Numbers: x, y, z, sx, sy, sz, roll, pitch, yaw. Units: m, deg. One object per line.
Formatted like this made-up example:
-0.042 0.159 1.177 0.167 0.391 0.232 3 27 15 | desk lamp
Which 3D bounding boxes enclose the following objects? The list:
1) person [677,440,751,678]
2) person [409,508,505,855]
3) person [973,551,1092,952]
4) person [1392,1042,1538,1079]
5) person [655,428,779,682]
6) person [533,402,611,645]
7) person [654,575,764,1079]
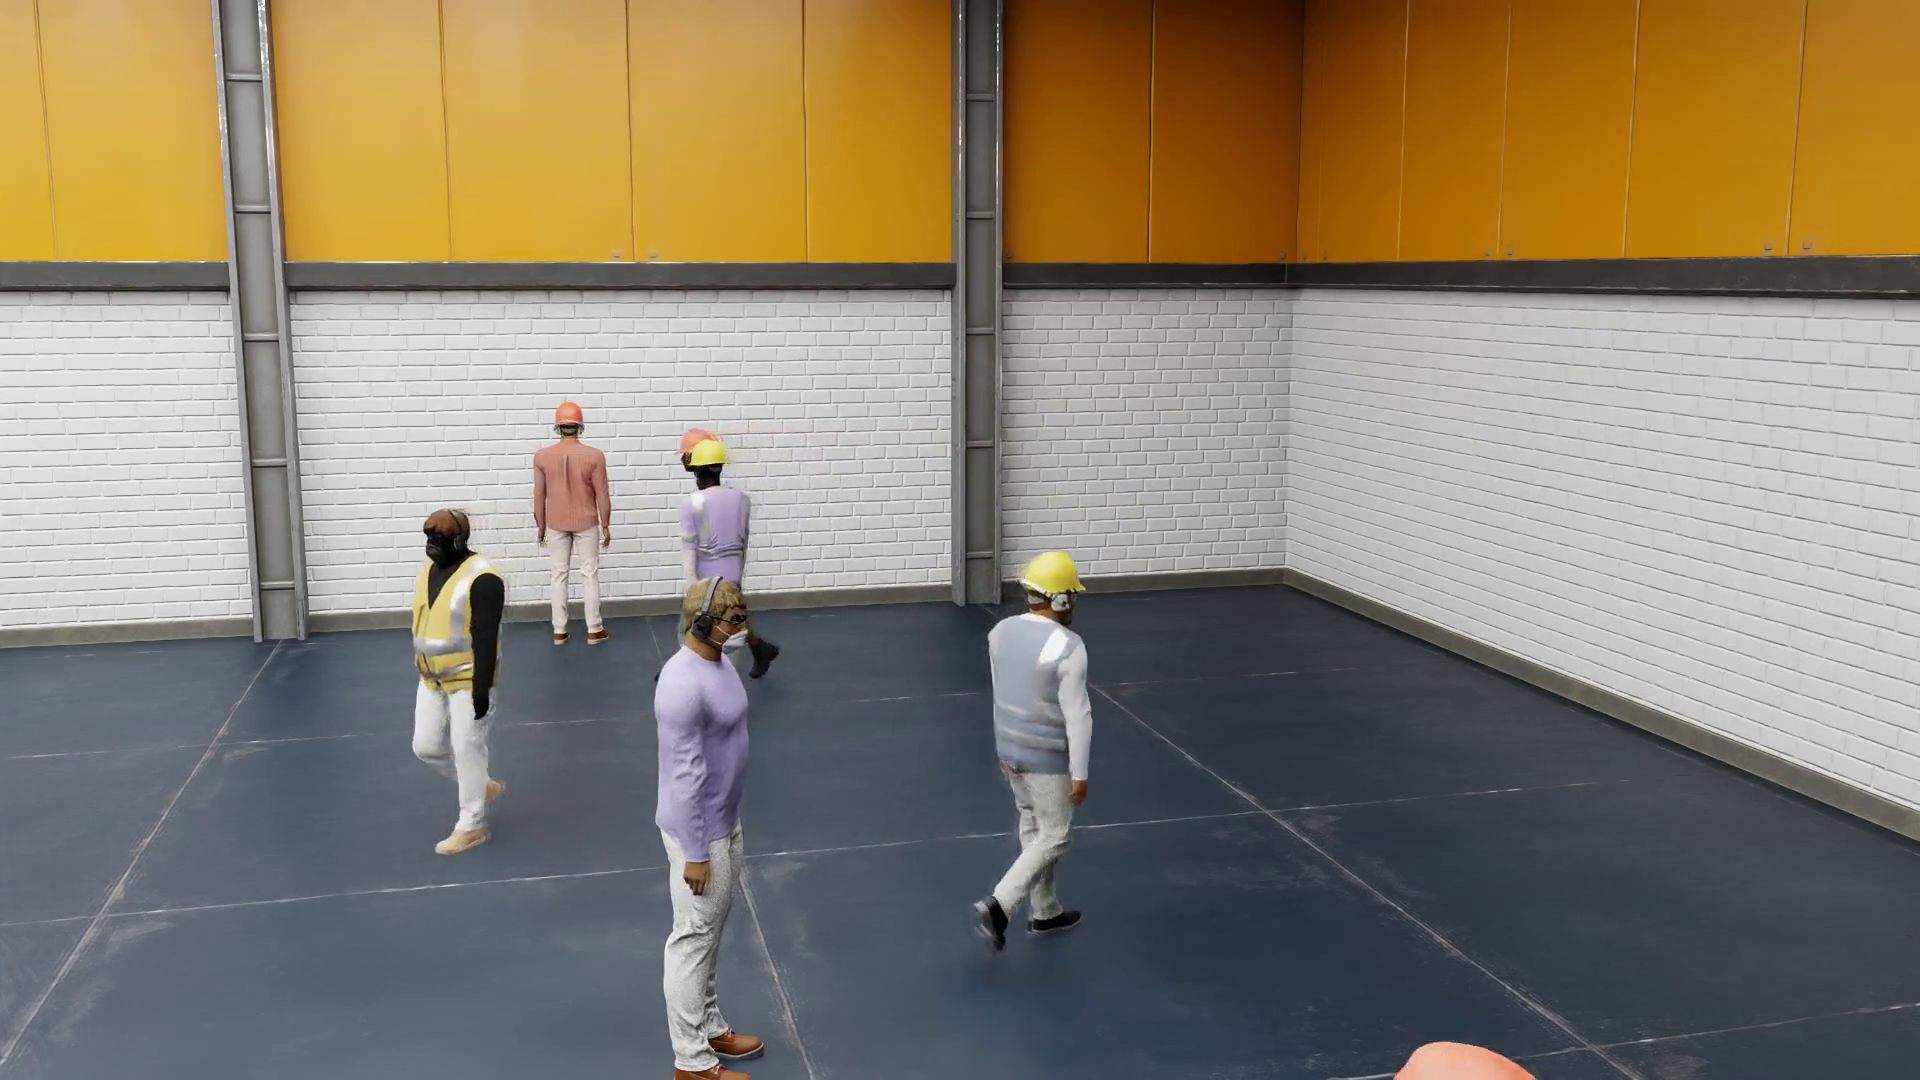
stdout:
-1.734 0.263 11.411 0.604 1.908 0.615 -8 12 -42 | person
-2.632 0.729 8.760 0.631 1.824 0.465 6 11 33 | person
0.304 0.956 7.423 0.667 1.807 0.597 -8 12 -39 | person
0.797 1.677 2.307 0.963 2.011 0.614 3 10 19 | person
-1.800 0.126 12.272 0.859 1.913 0.550 -2 9 -10 | person
-3.162 -0.131 13.618 0.630 1.990 0.390 0 9 -1 | person
-0.938 1.084 6.210 0.371 1.935 0.627 1 9 3 | person
